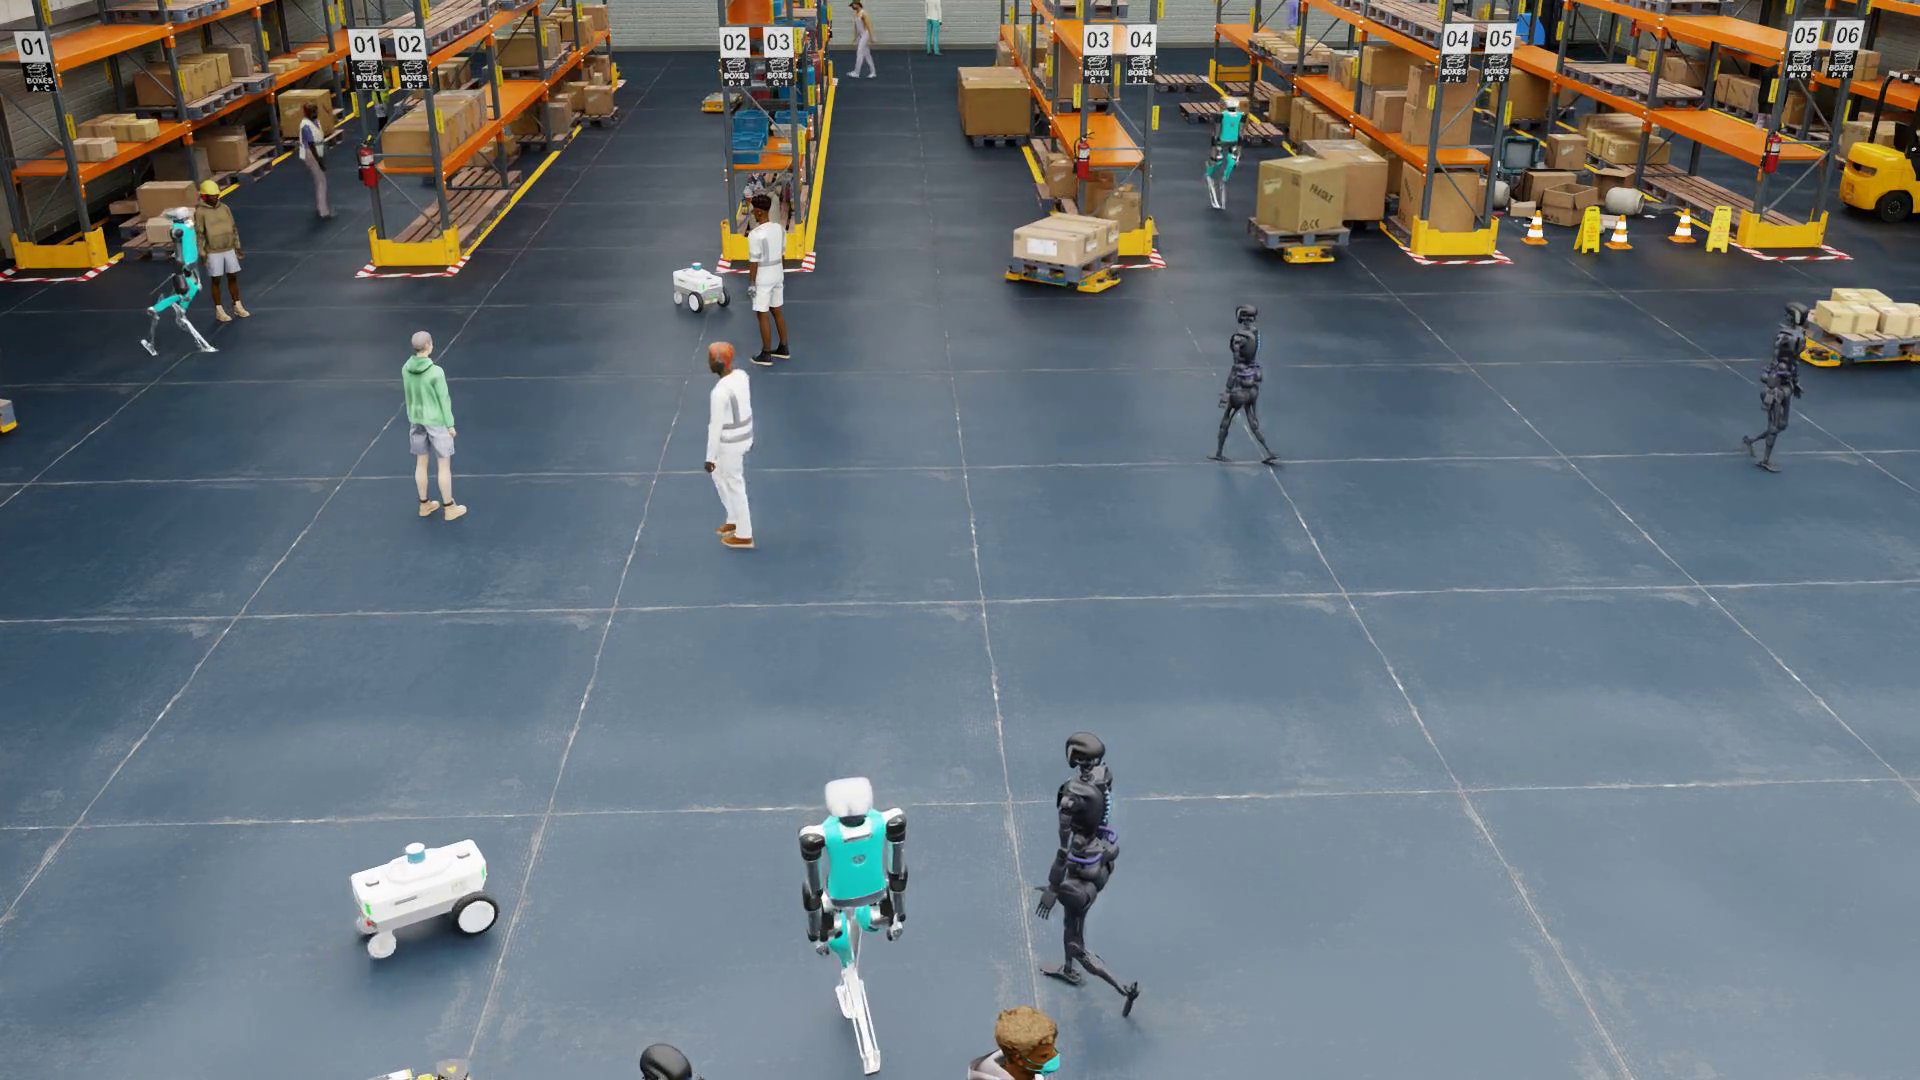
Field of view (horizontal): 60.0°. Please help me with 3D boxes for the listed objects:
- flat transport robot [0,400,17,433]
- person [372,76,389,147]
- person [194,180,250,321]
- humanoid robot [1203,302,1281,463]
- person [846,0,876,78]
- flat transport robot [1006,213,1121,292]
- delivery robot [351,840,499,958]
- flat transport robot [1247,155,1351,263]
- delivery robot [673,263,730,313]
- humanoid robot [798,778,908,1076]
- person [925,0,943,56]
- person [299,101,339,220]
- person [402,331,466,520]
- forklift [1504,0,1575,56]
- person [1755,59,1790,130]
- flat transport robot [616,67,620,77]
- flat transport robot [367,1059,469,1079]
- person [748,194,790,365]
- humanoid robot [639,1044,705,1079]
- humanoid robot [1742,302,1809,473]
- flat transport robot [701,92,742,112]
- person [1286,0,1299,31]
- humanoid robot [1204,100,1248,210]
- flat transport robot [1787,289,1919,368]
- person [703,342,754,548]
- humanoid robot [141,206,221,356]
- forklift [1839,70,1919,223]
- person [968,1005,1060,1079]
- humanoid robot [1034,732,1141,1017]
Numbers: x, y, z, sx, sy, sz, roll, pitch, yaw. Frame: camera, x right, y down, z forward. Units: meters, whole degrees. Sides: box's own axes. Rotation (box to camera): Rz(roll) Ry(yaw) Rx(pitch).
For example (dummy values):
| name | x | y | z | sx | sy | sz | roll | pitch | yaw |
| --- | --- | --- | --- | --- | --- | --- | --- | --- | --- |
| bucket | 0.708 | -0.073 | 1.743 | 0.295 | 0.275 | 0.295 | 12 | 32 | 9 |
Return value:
| name | x | y | z | sx | sy | sz | roll | pitch | yaw |
| --- | --- | --- | --- | --- | --- | --- | --- | --- | --- |
| flat transport robot | -10.313 | -1.009 | 16.741 | 0.659 | 0.231 | 1.431 | 6 | 25 | 13 |
| person | -10.866 | -8.237 | 31.234 | 0.320 | 1.689 | 0.533 | -4 | 24 | -8 |
| person | -9.267 | -3.628 | 20.797 | 0.411 | 1.758 | 0.541 | 19 | 30 | 36 |
| humanoid robot | 2.799 | -1.509 | 16.181 | 0.740 | 1.642 | 0.600 | 14 | 27 | 28 |
| person | -2.331 | -11.774 | 39.046 | 0.814 | 1.801 | 0.578 | -10 | 26 | -21 |
| flat transport robot | 1.403 | -3.605 | 22.572 | 1.431 | 0.231 | 0.659 | 15 | 28 | 30 |
| delivery robot | -3.079 | 2.026 | 9.591 | 0.811 | 0.613 | 0.499 | -14 | 28 | -29 |
| flat transport robot | 4.868 | -4.263 | 24.052 | 0.659 | 0.231 | 1.431 | -3 | 24 | -7 |
| delivery robot | -3.362 | -3.262 | 21.455 | 0.499 | 0.599 | 0.774 | -21 | 31 | -39 |
| humanoid robot | -0.577 | 1.851 | 8.484 | 0.559 | 1.714 | 0.985 | -7 | 25 | -16 |
| person | -0.665 | -13.289 | 42.501 | 0.524 | 1.760 | 0.325 | 19 | 30 | 36 |
| person | -10.019 | -5.923 | 25.869 | 0.446 | 1.822 | 0.605 | -3 | 24 | -8 |
| person | -4.773 | -1.024 | 14.975 | 0.468 | 1.735 | 0.320 | 9 | 25 | 19 |
| forklift | 14.700 | -13.805 | 42.301 | 1.873 | 2.768 | 1.129 | -1 | 24 | -2 |
| person | 14.906 | -8.017 | 30.548 | 0.403 | 1.850 | 0.523 | -20 | 31 | -38 |
| flat transport robot | -8.776 | -10.973 | 39.128 | 1.431 | 0.231 | 0.659 | -1 | 24 | -2 |
| flat transport robot | -3.025 | 2.926 | 7.897 | 1.431 | 0.231 | 0.659 | -10 | 26 | -21 |
| person | -2.225 | -3.006 | 19.166 | 0.372 | 1.953 | 0.602 | 14 | 27 | 28 |
| humanoid robot | -1.153 | 2.703 | 6.661 | 0.357 | 1.642 | 0.584 | 11 | 26 | 23 |
| humanoid robot | 7.925 | -1.515 | 16.160 | 0.609 | 1.653 | 0.538 | -19 | 30 | -36 |
| flat transport robot | -5.064 | -9.310 | 35.391 | 0.659 | 0.231 | 1.431 | 1 | 24 | 1 |
| person | 8.347 | -12.821 | 41.438 | 0.468 | 1.775 | 0.596 | -5 | 24 | -10 |
| humanoid robot | 4.162 | -6.066 | 26.419 | 0.545 | 1.887 | 0.733 | -5 | 25 | -12 |
| flat transport robot | 10.506 | -2.250 | 19.527 | 1.431 | 0.231 | 0.659 | -4 | 24 | -9 |
| person | -2.041 | -0.813 | 14.331 | 0.540 | 1.867 | 0.613 | 6 | 25 | 13 |
| humanoid robot | -9.305 | -2.996 | 19.419 | 0.931 | 1.783 | 0.541 | -1 | 24 | -2 |
| forklift | 15.132 | -6.143 | 25.915 | 2.313 | 2.155 | 1.214 | -1 | 24 | -2 |
| person | 0.209 | 2.617 | 6.589 | 0.361 | 1.909 | 0.480 | 5 | 24 | 10 |
| humanoid robot | 0.723 | 1.745 | 8.838 | 0.620 | 1.630 | 0.600 | 14 | 27 | 28 |
